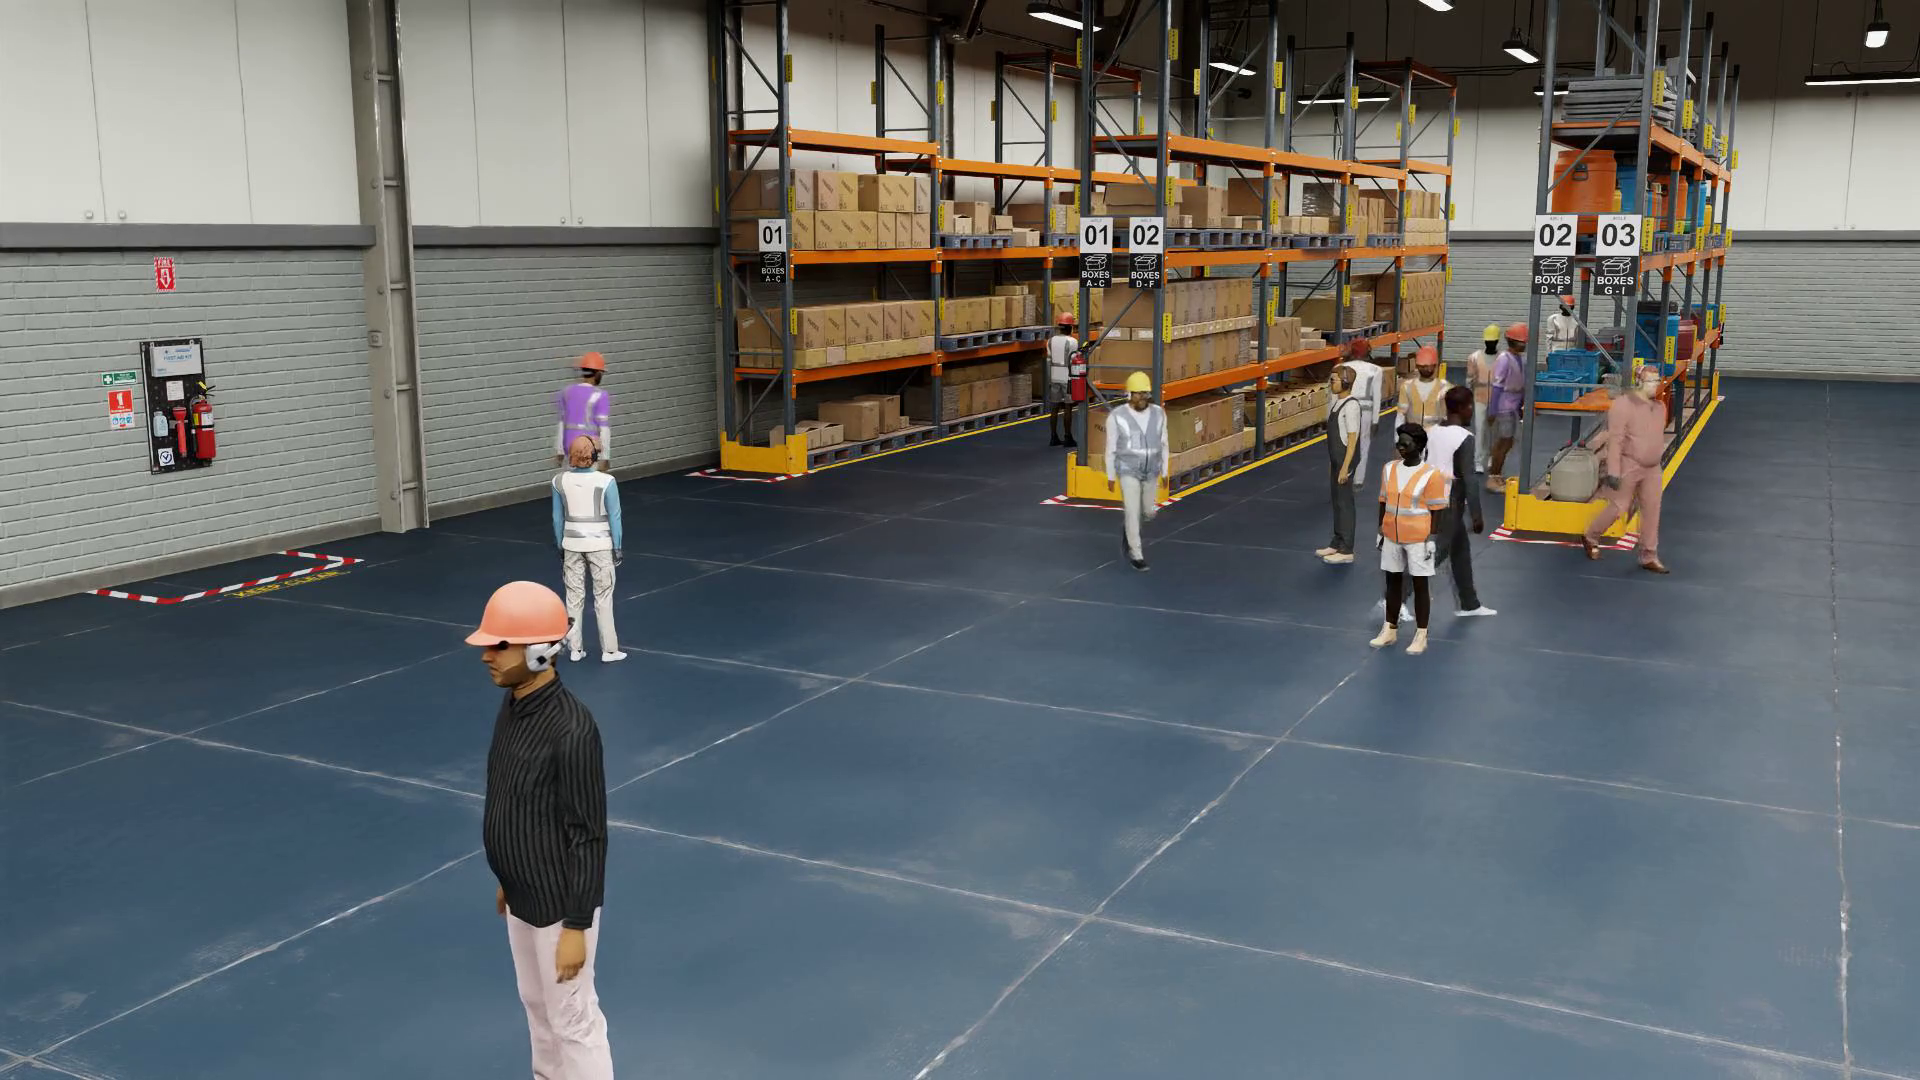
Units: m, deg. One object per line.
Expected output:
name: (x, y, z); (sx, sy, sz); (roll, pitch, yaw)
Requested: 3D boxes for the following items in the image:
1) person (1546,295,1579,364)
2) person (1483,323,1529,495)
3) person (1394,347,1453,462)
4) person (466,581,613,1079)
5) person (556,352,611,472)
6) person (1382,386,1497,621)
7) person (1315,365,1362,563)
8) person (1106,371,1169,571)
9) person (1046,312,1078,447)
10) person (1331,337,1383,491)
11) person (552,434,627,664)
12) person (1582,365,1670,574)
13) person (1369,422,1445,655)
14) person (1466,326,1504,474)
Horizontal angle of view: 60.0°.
person: (10.377, -3.207, 28.578); (0.609, 2.040, 0.394); (0, 10, 0)
person: (6.479, -1.546, 19.580); (0.443, 2.026, 0.687); (7, 13, 35)
person: (4.789, -1.052, 17.233); (0.567, 1.882, 1.011); (5, 12, 26)
person: (-1.305, 1.103, 5.193); (0.381, 1.996, 0.608); (-7, 13, -35)
person: (-3.652, -0.886, 16.343); (0.572, 1.888, 0.715); (5, 12, 27)
person: (3.810, -0.281, 13.100); (0.995, 1.882, 0.599); (-2, 11, -9)
person: (3.542, -0.705, 15.470); (0.345, 1.846, 0.506); (0, 10, -1)
person: (1.610, -0.653, 15.266); (0.602, 1.816, 0.696); (-3, 11, -18)
person: (1.510, -2.306, 23.950); (0.552, 1.932, 0.377); (9, 14, 41)
person: (4.640, -1.455, 19.530); (0.583, 1.857, 0.839); (4, 11, 22)
person: (-2.634, 0.070, 11.798); (0.512, 1.641, 0.309); (2, 11, 11)
person: (6.138, -0.674, 15.223); (0.656, 1.885, 0.862); (-4, 11, -22)
person: (3.259, -0.017, 12.118); (0.317, 1.696, 0.537); (-9, 14, -41)
person: (6.858, -1.833, 21.520); (0.612, 1.888, 0.967); (4, 11, 20)
